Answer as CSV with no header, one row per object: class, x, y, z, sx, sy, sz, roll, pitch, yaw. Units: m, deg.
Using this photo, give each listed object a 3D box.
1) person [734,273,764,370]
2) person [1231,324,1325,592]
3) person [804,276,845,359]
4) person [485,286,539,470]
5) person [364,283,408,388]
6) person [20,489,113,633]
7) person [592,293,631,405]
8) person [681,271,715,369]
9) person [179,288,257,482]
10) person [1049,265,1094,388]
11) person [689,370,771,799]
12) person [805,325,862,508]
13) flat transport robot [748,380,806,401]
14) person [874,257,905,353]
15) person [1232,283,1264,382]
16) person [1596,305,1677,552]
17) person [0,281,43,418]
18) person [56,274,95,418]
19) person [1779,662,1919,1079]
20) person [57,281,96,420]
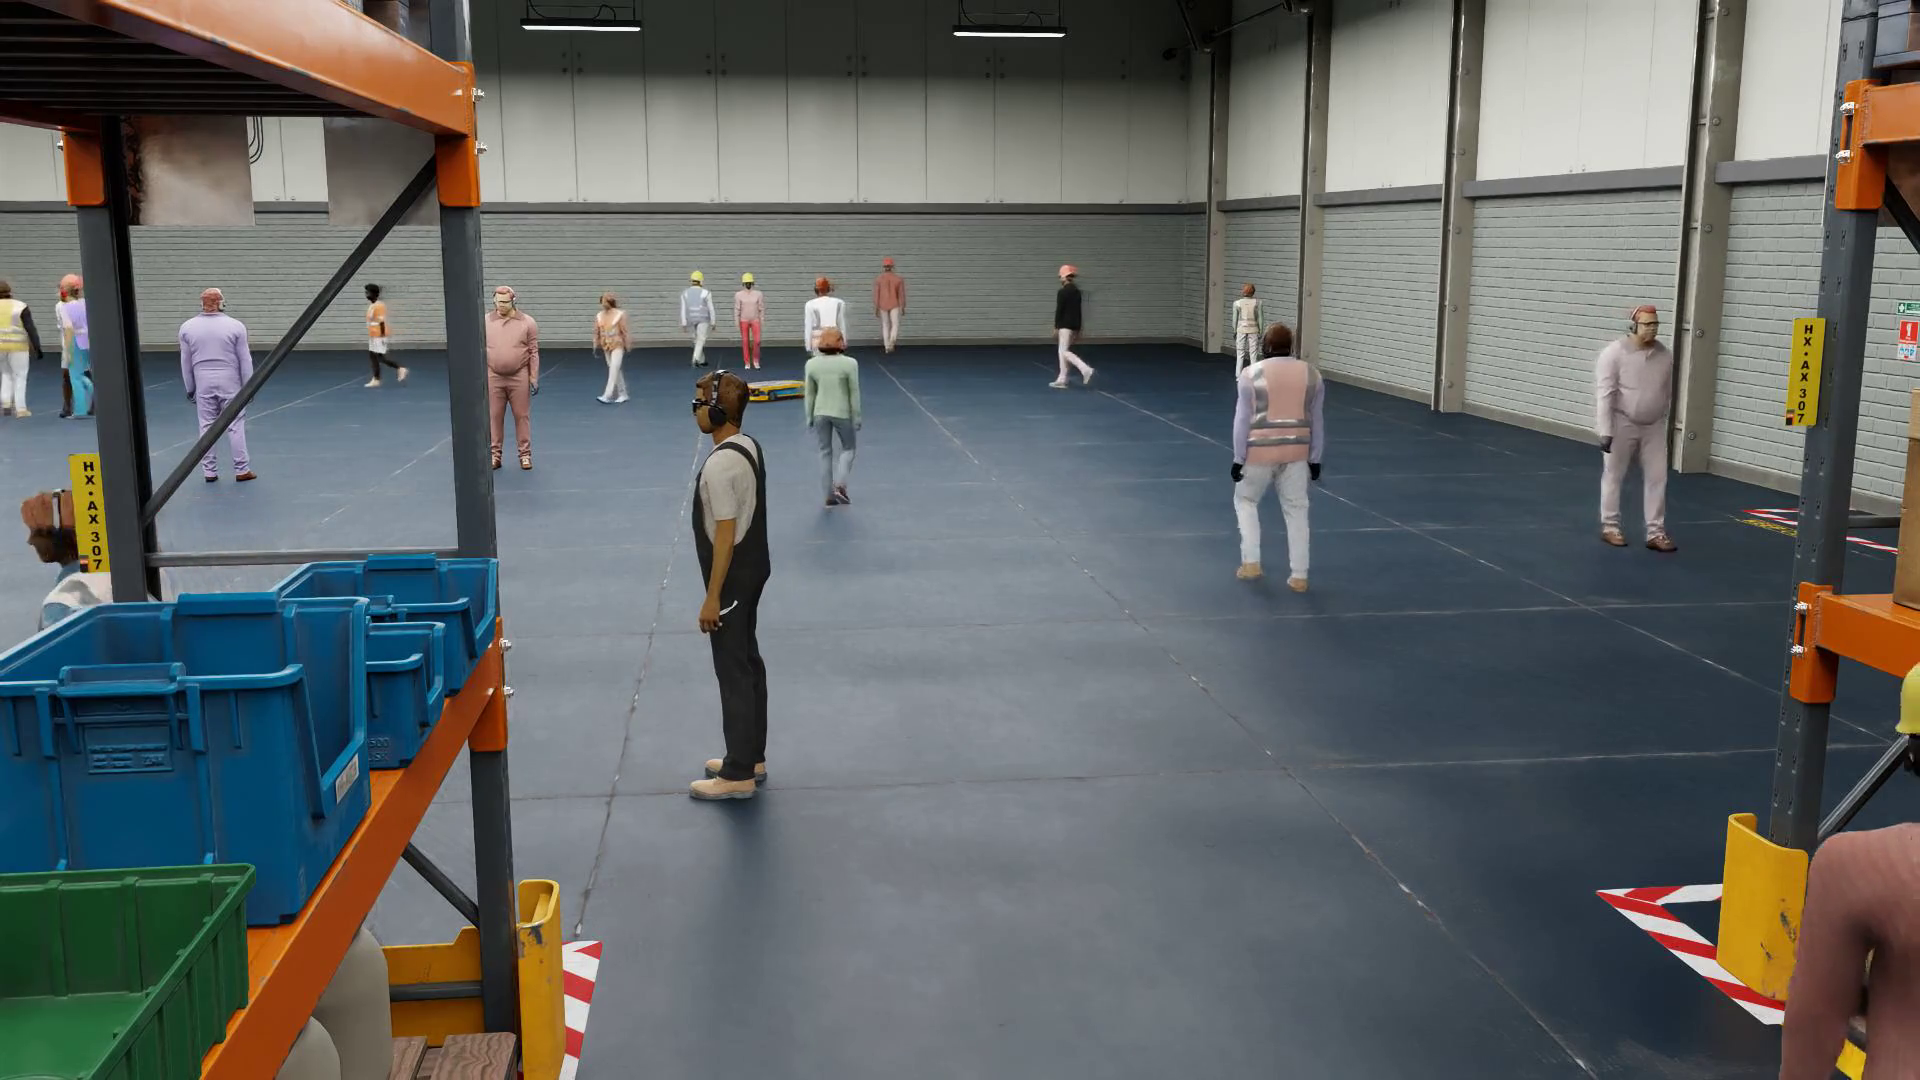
person,-3.809,-3.943,30.118,0.549,1.734,0.770,-2,11,-11
person,2.155,-0.568,11.431,0.671,1.808,0.687,-2,11,-11
person,-1.834,-2.662,22.736,0.604,1.870,0.537,-5,11,-25
person,-4.678,-1.668,17.202,0.639,1.902,0.407,-2,10,-9
person,-9.240,-3.269,26.592,0.578,1.676,0.533,-7,12,-33
person,-2.763,0.636,5.300,0.370,1.621,0.533,-2,10,-9
person,-5.033,-2.736,23.905,0.540,1.588,0.879,5,12,27
person,-4.791,-4.018,30.382,0.590,1.802,0.888,3,11,18
person,-7.286,-1.519,16.375,0.650,1.904,0.401,-1,10,-8
person,1.787,-3.376,26.394,0.758,1.962,0.617,6,12,30
person,-0.997,0.193,7.151,0.345,1.846,0.508,1,10,7
person,-1.120,-1.093,14.787,0.520,1.620,0.341,2,11,12
flat transport robot,-2.809,-2.235,24.778,0.652,0.197,1.431,8,13,37
person,-1.464,-4.840,34.362,0.633,1.974,0.748,0,10,2
person,4.761,-3.418,27.509,0.514,1.641,0.308,3,11,14
person,5.211,-0.842,12.706,0.673,1.877,0.827,-2,10,-8
person,-12.660,-2.539,22.209,0.676,1.817,0.452,-1,10,-5
person,-11.798,-2.597,22.271,0.557,1.906,0.652,0,10,2
person,1.730,1.051,2.886,0.526,1.684,0.984,3,11,14
person,-11.591,-2.494,21.932,0.482,1.825,0.607,0,10,2
